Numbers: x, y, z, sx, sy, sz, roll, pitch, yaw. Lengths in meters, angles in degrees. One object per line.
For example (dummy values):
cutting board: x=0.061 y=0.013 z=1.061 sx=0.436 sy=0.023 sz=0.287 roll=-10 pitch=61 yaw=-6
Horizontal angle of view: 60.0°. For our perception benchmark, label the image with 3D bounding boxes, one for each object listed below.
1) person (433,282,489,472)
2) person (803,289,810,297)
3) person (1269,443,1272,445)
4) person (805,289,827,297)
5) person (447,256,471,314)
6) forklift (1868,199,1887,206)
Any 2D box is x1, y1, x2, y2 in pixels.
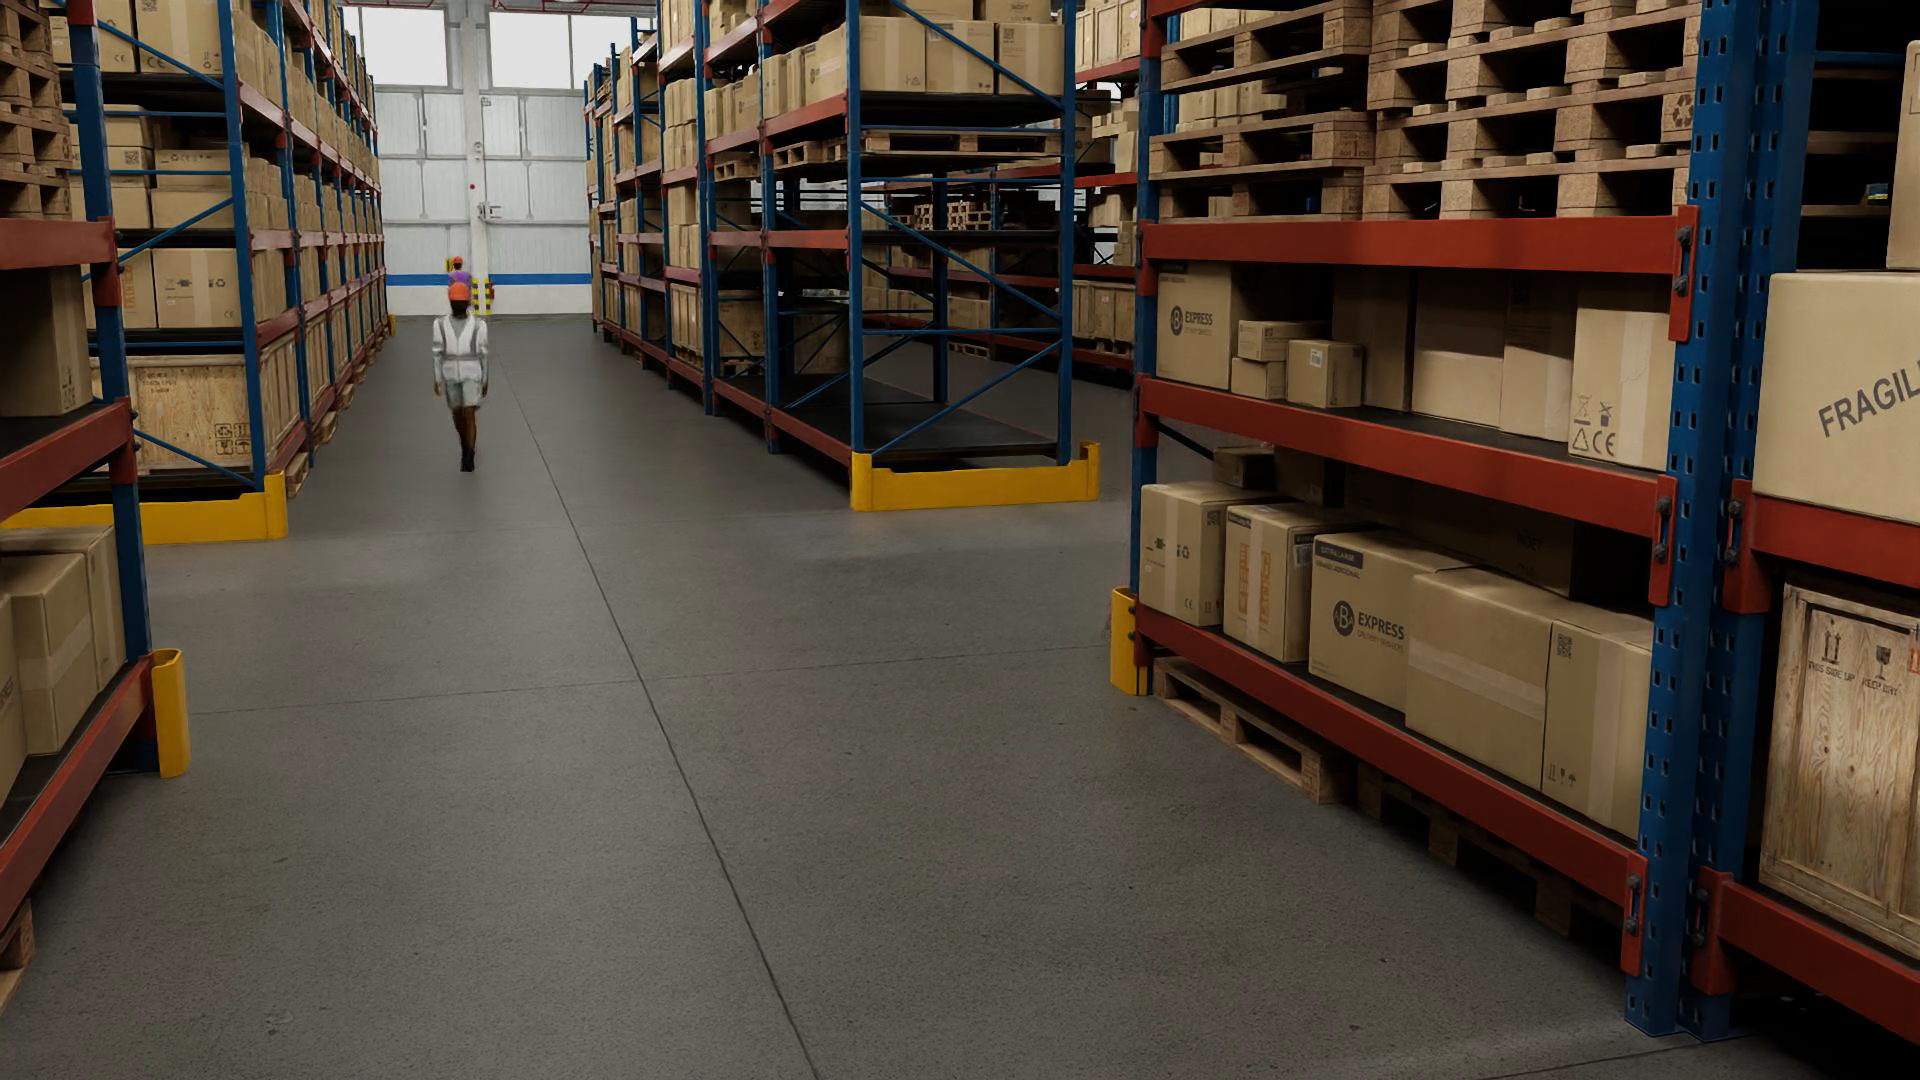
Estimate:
person: x=-5.075 y=-1.684 z=17.000 sx=0.537 sy=1.908 sz=0.948 roll=-1 pitch=10 yaw=-5
person: x=-3.704 y=-5.463 z=38.193 sx=0.489 sy=1.720 sz=0.659 roll=0 pitch=10 yaw=0
person: x=2.060 y=-0.348 z=9.829 sx=1.026 sy=1.856 sz=0.647 roll=-3 pitch=11 yaw=-16
person: x=-3.691 y=-6.382 z=42.711 sx=0.632 sy=1.914 sz=0.680 roll=1 pitch=10 yaw=8
person: x=-11.329 y=-5.442 z=37.582 sx=0.555 sy=1.903 sz=0.860 roll=-6 pitch=12 yaw=-30
forklift: x=11.338 y=-2.915 z=21.052 sx=1.129 sy=2.768 sz=1.873 roll=-3 pitch=11 yaw=-17
